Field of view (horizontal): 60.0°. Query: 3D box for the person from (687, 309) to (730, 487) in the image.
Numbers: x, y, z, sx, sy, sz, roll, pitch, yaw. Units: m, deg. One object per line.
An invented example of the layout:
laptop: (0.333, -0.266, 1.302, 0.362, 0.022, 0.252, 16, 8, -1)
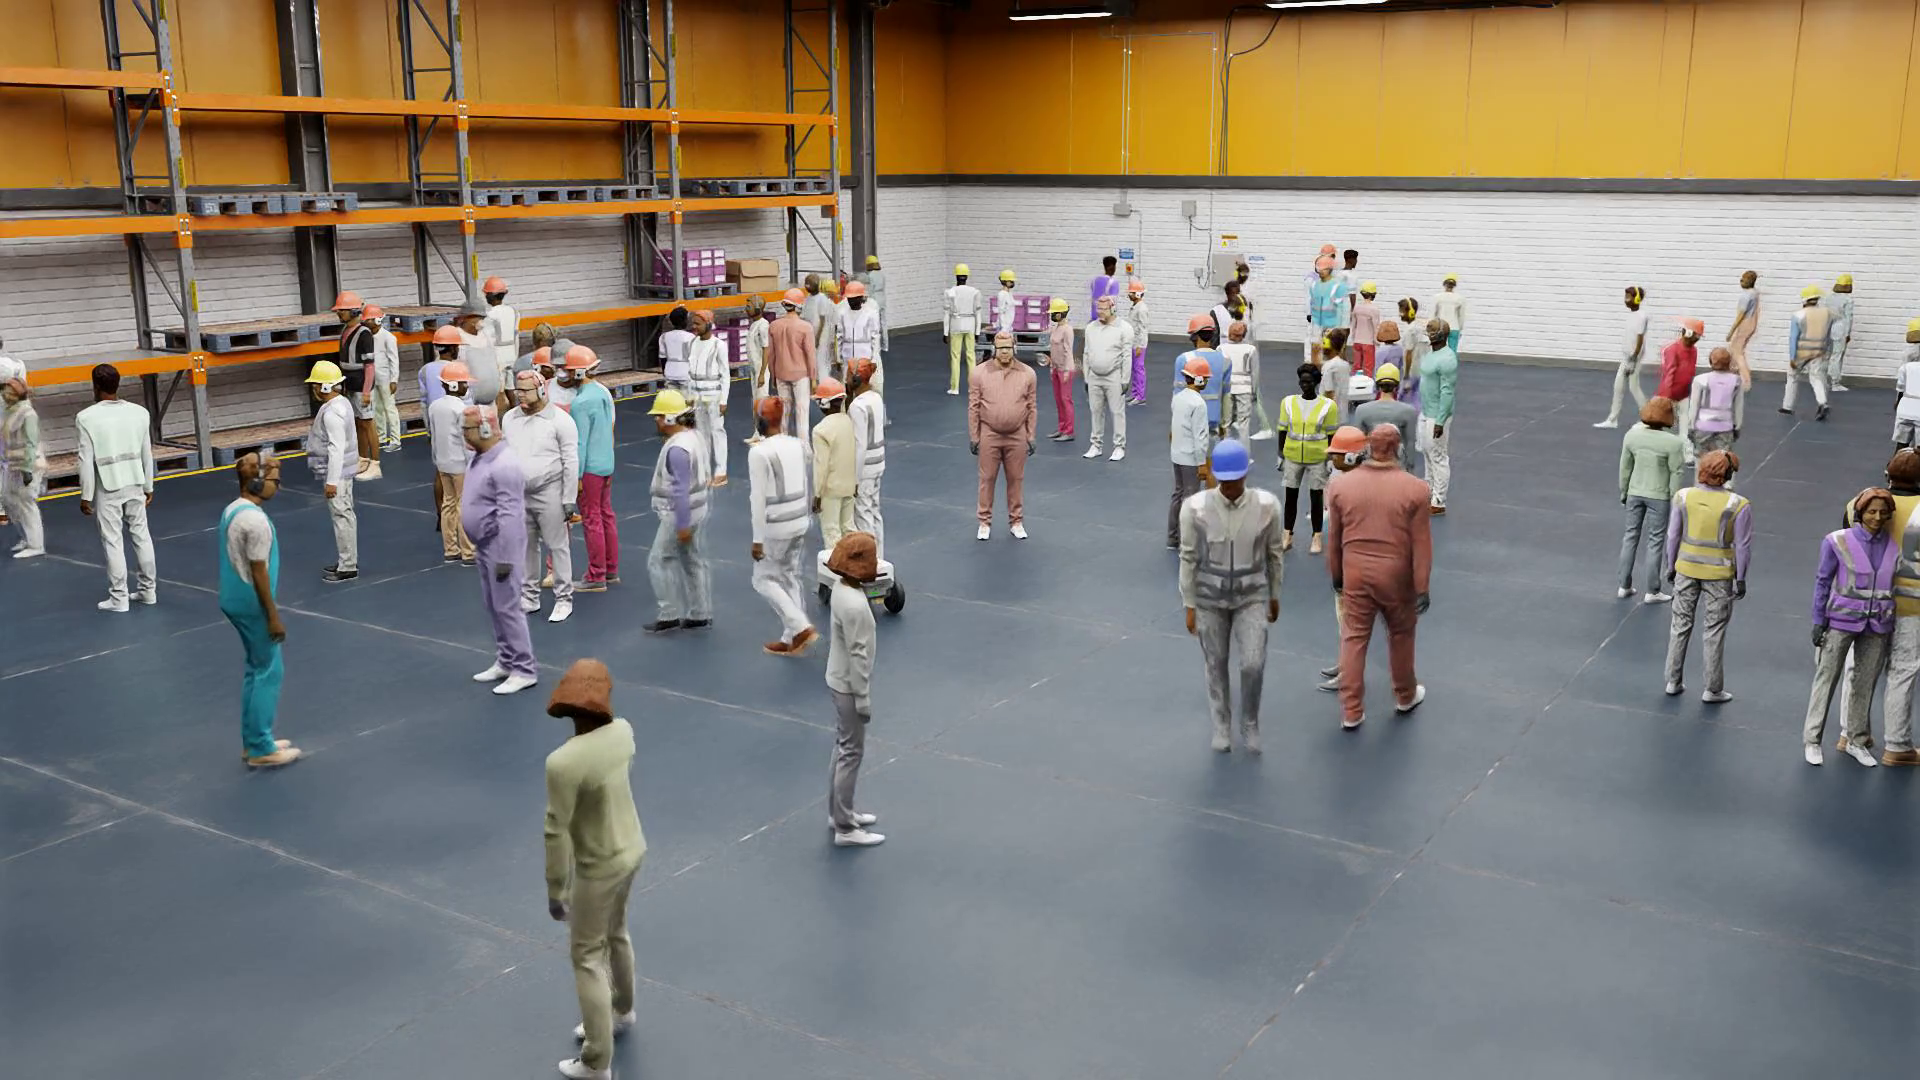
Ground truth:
person: (-2.689, -1.510, 17.704, 0.573, 1.883, 0.359, 11, 17, 39)

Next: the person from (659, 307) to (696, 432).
person: (-3.362, -1.953, 20.034, 0.529, 1.695, 0.321, 5, 14, 22)

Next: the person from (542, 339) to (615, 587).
person: (-3.153, -0.614, 13.469, 0.689, 2.000, 0.539, 0, 13, 2)

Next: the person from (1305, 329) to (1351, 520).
person: (3.583, -1.121, 16.128, 0.366, 1.826, 0.678, 8, 15, 32)

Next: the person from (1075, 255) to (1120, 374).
person: (2.240, -3.568, 26.510, 0.771, 1.942, 0.614, -12, 18, -42)

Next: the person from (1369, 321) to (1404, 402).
person: (4.863, -1.688, 19.014, 0.500, 1.636, 0.285, -12, 18, -43)

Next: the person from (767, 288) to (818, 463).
person: (-1.899, -1.883, 19.072, 0.623, 1.992, 0.397, 6, 14, 25)

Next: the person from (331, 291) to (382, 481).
person: (-6.539, -1.662, 18.007, 0.379, 2.045, 0.605, -11, 17, -41)

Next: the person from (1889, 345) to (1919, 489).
person: (9.819, -1.254, 17.019, 0.320, 1.685, 0.542, -7, 15, -27)

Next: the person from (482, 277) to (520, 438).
person: (-5.586, -2.158, 20.160, 0.375, 2.043, 0.610, 6, 14, 23)

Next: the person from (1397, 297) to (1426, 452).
person: (5.324, -1.953, 19.703, 0.419, 1.849, 0.600, 11, 17, 40)

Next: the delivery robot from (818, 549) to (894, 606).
delivery robot: (-0.813, 0.232, 12.851, 0.477, 0.478, 0.707, -8, 15, -31)

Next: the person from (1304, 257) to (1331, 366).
person: (6.000, -3.817, 27.825, 0.628, 1.836, 0.430, -12, 18, -43)

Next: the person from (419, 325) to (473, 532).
person: (-4.733, -1.030, 15.503, 0.551, 1.933, 0.373, 5, 14, 22)

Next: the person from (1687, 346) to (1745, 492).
person: (7.489, -1.094, 16.475, 0.519, 1.624, 0.527, 1, 13, 4)

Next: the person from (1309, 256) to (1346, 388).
person: (5.593, -3.318, 25.279, 0.608, 2.009, 0.890, 10, 16, 37)

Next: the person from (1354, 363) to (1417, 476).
person: (3.597, -0.620, 14.122, 0.530, 1.760, 0.335, 6, 14, 23)

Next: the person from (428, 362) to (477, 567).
person: (-4.289, -0.648, 14.253, 0.563, 1.748, 0.327, 11, 17, 40)

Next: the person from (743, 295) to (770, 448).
person: (-2.431, -2.027, 20.028, 0.345, 1.846, 0.506, -5, 14, -21)

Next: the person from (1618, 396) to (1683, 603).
person: (5.433, -0.322, 13.097, 0.270, 1.631, 0.509, -10, 16, -37)

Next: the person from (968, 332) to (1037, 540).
person: (0.395, -0.948, 15.214, 0.643, 1.909, 0.409, -2, 13, -8)

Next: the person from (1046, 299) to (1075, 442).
person: (1.234, -2.094, 20.517, 0.337, 1.756, 0.518, -5, 14, -21)

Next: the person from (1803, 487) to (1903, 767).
person: (5.138, 0.499, 9.522, 0.523, 1.638, 0.311, 1, 13, 4)

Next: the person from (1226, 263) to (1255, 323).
person: (4.358, -3.432, 26.126, 0.525, 1.850, 0.783, -3, 13, -12)

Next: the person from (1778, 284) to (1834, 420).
person: (11.363, -2.510, 22.229, 0.591, 1.801, 0.841, 0, 13, 0)

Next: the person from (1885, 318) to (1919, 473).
person: (10.472, -1.569, 18.285, 0.487, 1.733, 0.326, -5, 14, -20)

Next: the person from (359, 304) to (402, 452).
person: (-6.916, -1.923, 19.775, 0.569, 1.749, 0.342, 8, 15, 32)

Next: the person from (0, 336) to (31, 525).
person: (-9.161, -1.088, 15.867, 0.343, 1.882, 0.586, 9, 16, 35)

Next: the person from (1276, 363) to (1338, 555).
person: (3.047, -0.716, 14.664, 0.540, 1.696, 0.316, 6, 14, 23)

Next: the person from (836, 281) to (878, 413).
person: (-1.311, -2.306, 21.039, 0.550, 1.933, 0.373, 3, 13, 14)

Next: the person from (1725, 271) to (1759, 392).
person: (11.638, -3.129, 24.915, 0.674, 1.795, 0.593, 8, 15, 32)

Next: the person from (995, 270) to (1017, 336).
person: (0.713, -3.259, 25.543, 0.319, 1.769, 0.523, 4, 13, 16)

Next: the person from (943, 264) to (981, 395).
person: (0.021, -3.103, 24.549, 0.590, 1.919, 0.418, -5, 14, -19)

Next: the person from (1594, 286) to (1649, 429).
person: (8.621, -2.321, 21.326, 0.588, 1.875, 0.562, -1, 13, -3)

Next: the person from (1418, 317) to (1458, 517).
person: (4.622, -1.195, 16.213, 0.372, 1.940, 0.627, 0, 13, 0)
